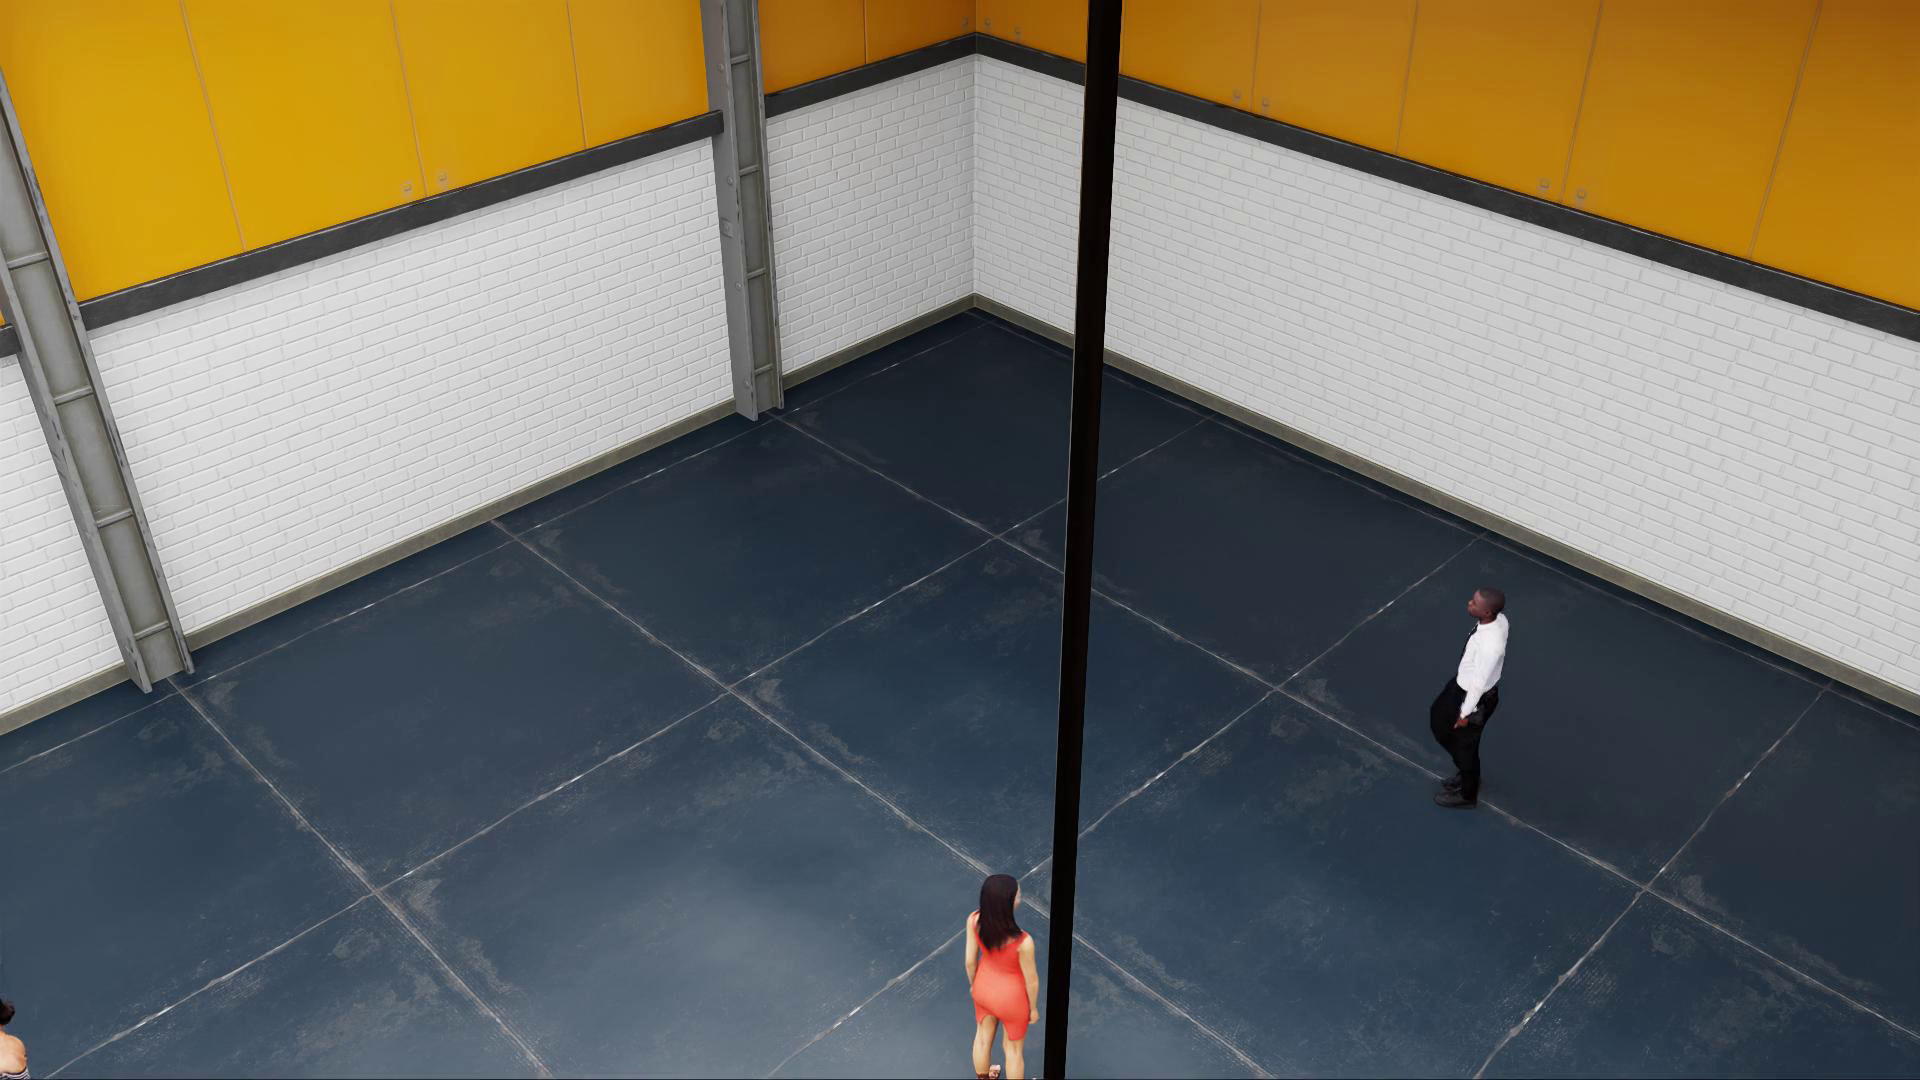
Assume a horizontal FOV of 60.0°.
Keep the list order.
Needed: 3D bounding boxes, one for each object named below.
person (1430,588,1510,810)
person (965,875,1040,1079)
[{"bbox_3d":[3.574,1.103,11.253,0.863,1.821,0.771,11,35,15],"label":"person"},{"bbox_3d":[0.228,2.520,9.215,0.635,1.718,0.613,17,37,24],"label":"person"}]
